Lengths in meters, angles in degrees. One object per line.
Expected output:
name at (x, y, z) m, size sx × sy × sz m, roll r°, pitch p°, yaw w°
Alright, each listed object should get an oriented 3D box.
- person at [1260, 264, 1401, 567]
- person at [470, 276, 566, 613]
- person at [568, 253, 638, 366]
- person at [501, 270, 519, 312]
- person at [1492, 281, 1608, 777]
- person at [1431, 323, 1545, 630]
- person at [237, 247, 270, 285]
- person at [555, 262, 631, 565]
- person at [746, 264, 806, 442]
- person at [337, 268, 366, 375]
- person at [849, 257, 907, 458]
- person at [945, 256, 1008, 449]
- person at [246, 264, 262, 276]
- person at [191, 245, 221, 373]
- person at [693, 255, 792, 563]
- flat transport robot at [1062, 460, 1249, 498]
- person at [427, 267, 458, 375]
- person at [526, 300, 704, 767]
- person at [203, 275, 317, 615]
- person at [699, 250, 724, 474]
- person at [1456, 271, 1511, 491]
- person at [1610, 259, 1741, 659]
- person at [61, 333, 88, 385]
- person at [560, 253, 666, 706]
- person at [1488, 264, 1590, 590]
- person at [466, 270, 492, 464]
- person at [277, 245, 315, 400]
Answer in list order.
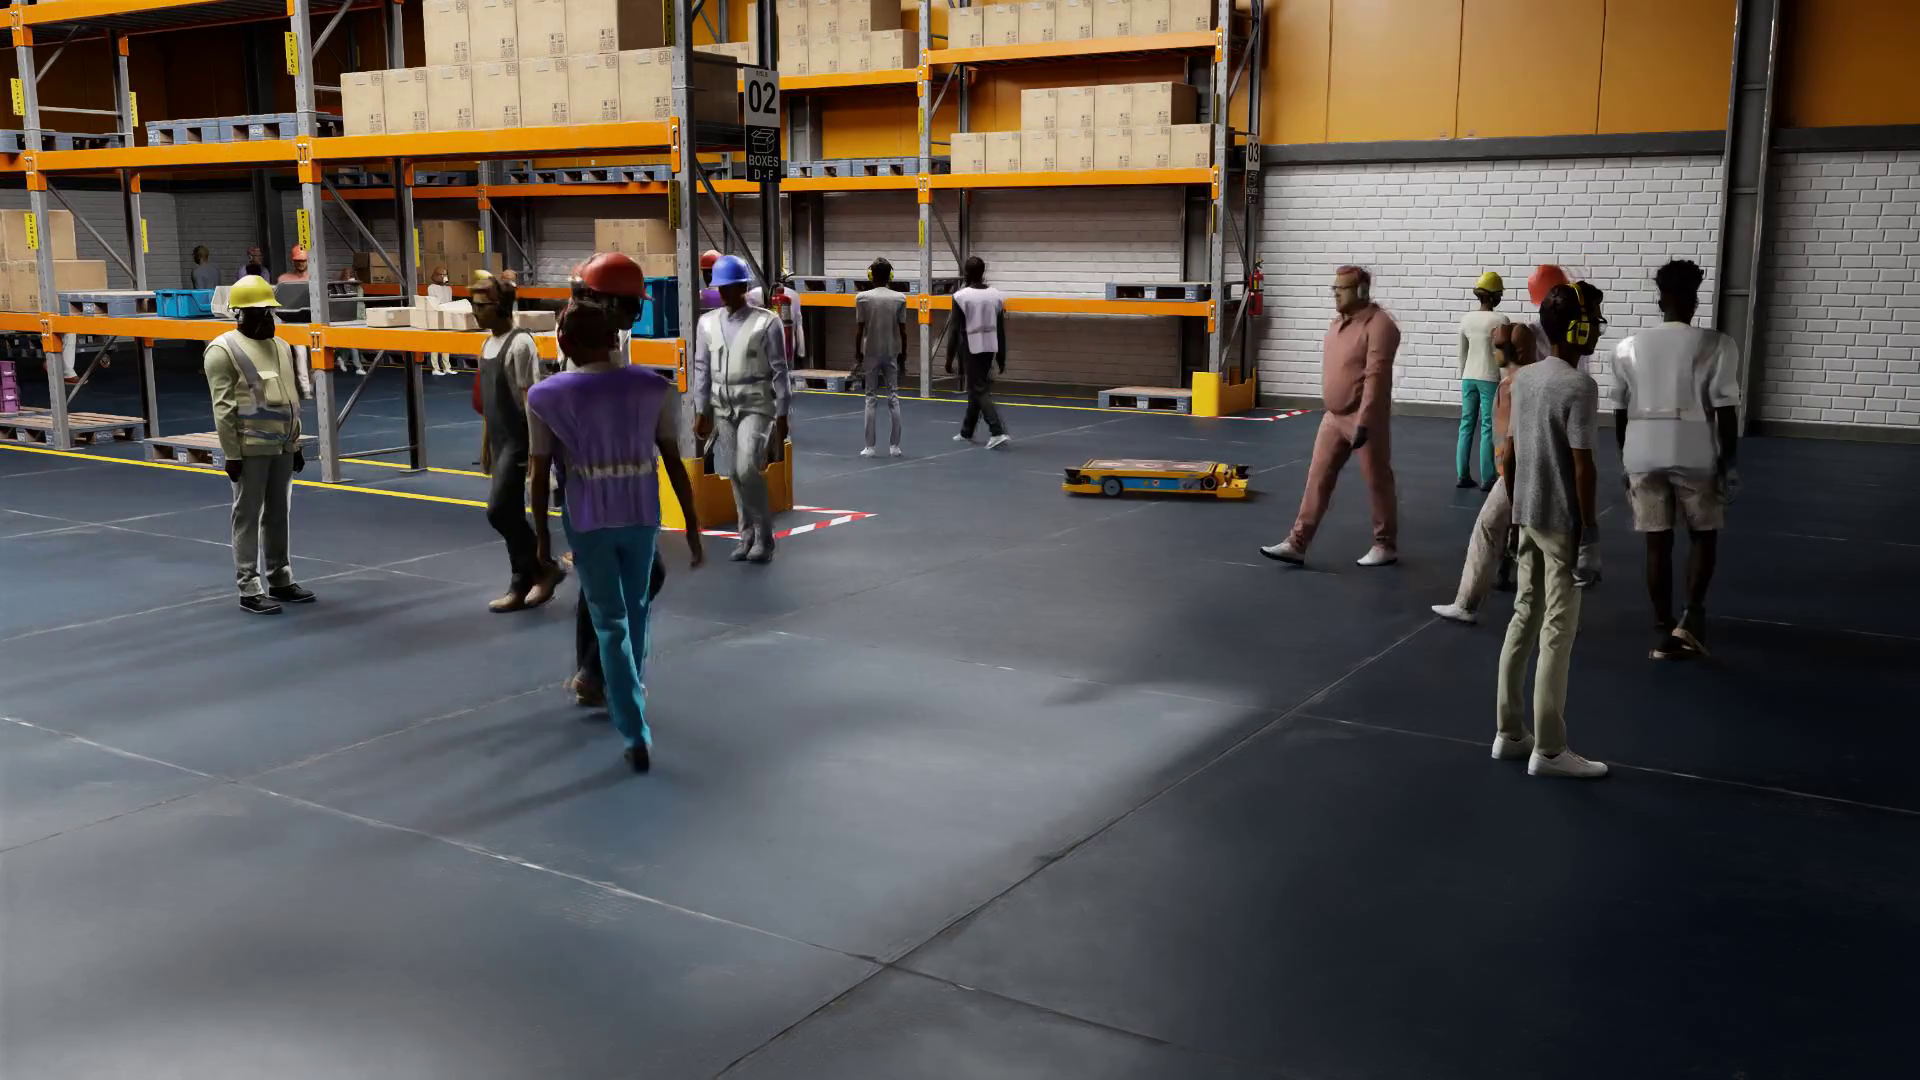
person at (2.337, -0.738, 10.194) m, size 0.954 × 1.860 × 0.658 m, roll -5°, pitch 11°, yaw -25°
person at (-2.444, -0.498, 8.966) m, size 0.409 × 1.830 × 0.554 m, roll -8°, pitch 13°, yaw -38°
person at (-3.102, -1.532, 14.482) m, size 0.641 × 1.913 × 0.408 m, roll -7°, pitch 12°, yaw -33°
person at (-5.956, -2.751, 22.004) m, size 0.285 × 1.631 × 0.499 m, roll 0°, pitch 10°, yaw 2°
person at (2.263, -0.037, 6.310) m, size 0.323 × 1.871 × 0.530 m, roll -3°, pitch 11°, yaw -16°
person at (2.859, -0.319, 8.637) m, size 0.779 × 1.592 × 0.525 m, roll 8°, pitch 13°, yaw 39°
person at (-11.357, -3.780, 26.945) m, size 0.407 × 1.906 × 0.654 m, roll 3°, pitch 11°, yaw 16°
person at (-2.283, -0.777, 10.372) m, size 0.356 × 1.884 × 0.574 m, roll 7°, pitch 12°, yaw 34°
person at (-1.841, -1.923, 16.814) m, size 0.591 × 1.867 × 0.716 m, roll -7°, pitch 12°, yaw -34°
person at (-9.240, -3.310, 25.165) m, size 0.695 × 1.607 × 0.508 m, roll 6°, pitch 12°, yaw 30°
person at (-0.764, -1.697, 15.526) m, size 0.552 × 1.868 × 0.320 m, roll -3°, pitch 11°, yaw -16°
person at (0.195, -1.834, 16.283) m, size 0.611 × 1.875 × 1.001 m, roll -7°, pitch 13°, yaw -36°
person at (-10.381, -3.200, 24.386) m, size 0.771 × 1.665 × 0.547 m, roll 5°, pitch 11°, yaw 24°
person at (-11.472, -3.507, 25.345) m, size 0.353 × 1.937 × 0.635 m, roll 1°, pitch 10°, yaw 6°
person at (-1.374, -0.804, 10.390) m, size 0.598 × 1.924 × 0.520 m, roll 5°, pitch 12°, yaw 27°
flat transport robot at (1.578, -0.504, 13.326) m, size 1.431 × 0.197 × 0.652 m, roll 2°, pitch 10°, yaw 12°
person at (-7.797, -3.290, 25.016) m, size 0.277 × 1.629 × 0.496 m, roll 5°, pitch 11°, yaw 26°
person at (-1.383, -0.049, 6.609) m, size 0.636 × 1.781 × 0.957 m, roll -5°, pitch 11°, yaw -26°
person at (-3.810, -0.521, 9.095) m, size 0.404 × 1.833 × 0.590 m, roll 3°, pitch 11°, yaw 15°
person at (-2.135, -1.546, 14.481) m, size 0.552 × 1.935 × 0.367 m, roll -5°, pitch 11°, yaw -26°
person at (4.251, -1.278, 13.465) m, size 0.301 × 1.772 × 0.524 m, roll -6°, pitch 12°, yaw -31°
person at (3.465, -0.383, 8.074) m, size 0.649 × 1.932 × 0.462 m, roll 8°, pitch 13°, yaw 38°
person at (-12.520, -3.122, 23.363) m, size 0.337 × 1.882 × 0.584 m, roll -4°, pitch 11°, yaw -21°
person at (-1.505, -0.230, 7.144) m, size 0.462 × 1.971 × 0.648 m, roll -4°, pitch 11°, yaw -19°
person at (3.380, -0.634, 9.596) m, size 0.663 × 1.886 × 0.400 m, roll -7°, pitch 12°, yaw -33°
person at (-4.265, -1.569, 15.112) m, size 0.426 × 1.763 × 0.547 m, roll -8°, pitch 13°, yaw -36°
person at (-8.427, -2.799, 21.371) m, size 0.622 × 1.973 × 0.837 m, roll -5°, pitch 12°, yaw -27°
